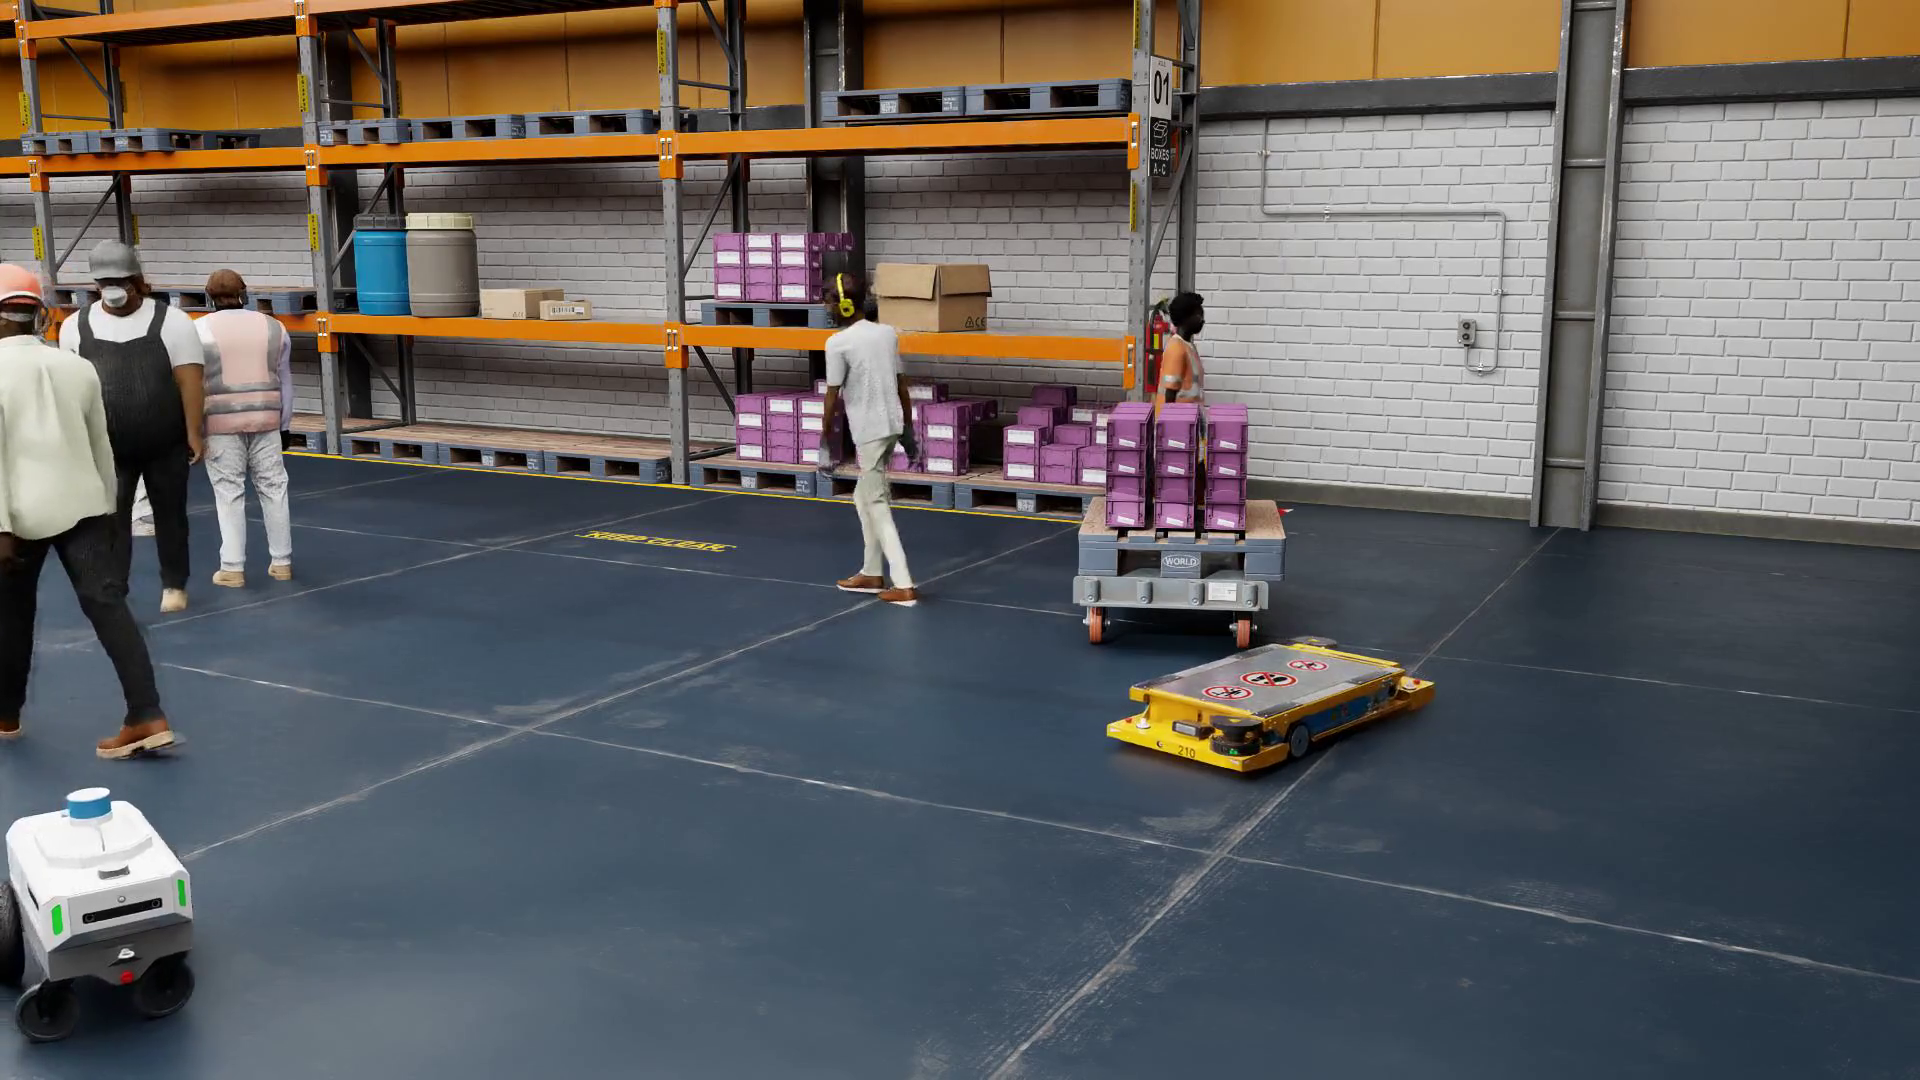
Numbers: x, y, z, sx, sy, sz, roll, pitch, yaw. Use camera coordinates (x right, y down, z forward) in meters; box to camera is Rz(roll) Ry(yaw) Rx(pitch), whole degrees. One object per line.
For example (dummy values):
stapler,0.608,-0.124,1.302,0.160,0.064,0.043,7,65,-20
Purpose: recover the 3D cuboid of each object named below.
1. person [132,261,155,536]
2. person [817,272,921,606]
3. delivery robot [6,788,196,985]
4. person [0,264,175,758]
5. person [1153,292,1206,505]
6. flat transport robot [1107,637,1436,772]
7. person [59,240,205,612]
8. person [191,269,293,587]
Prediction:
person,-5.640,-0.977,11.359,0.354,1.883,0.573,-1,10,-4
person,-0.526,-0.543,9.137,0.666,1.819,0.559,8,13,37
delivery robot,-2.298,0.905,4.429,0.477,0.478,0.707,-8,13,-36
person,-3.550,-0.110,6.523,1.105,1.924,0.626,6,12,28
person,1.538,-0.758,10.745,0.819,1.655,0.553,2,11,12
flat transport robot,1.314,0.649,6.867,0.652,0.197,1.431,10,14,44
person,-4.307,-0.566,8.677,0.699,2.000,0.917,-3,11,-18
person,-4.195,-0.646,9.676,0.624,1.841,0.430,-9,14,-41
